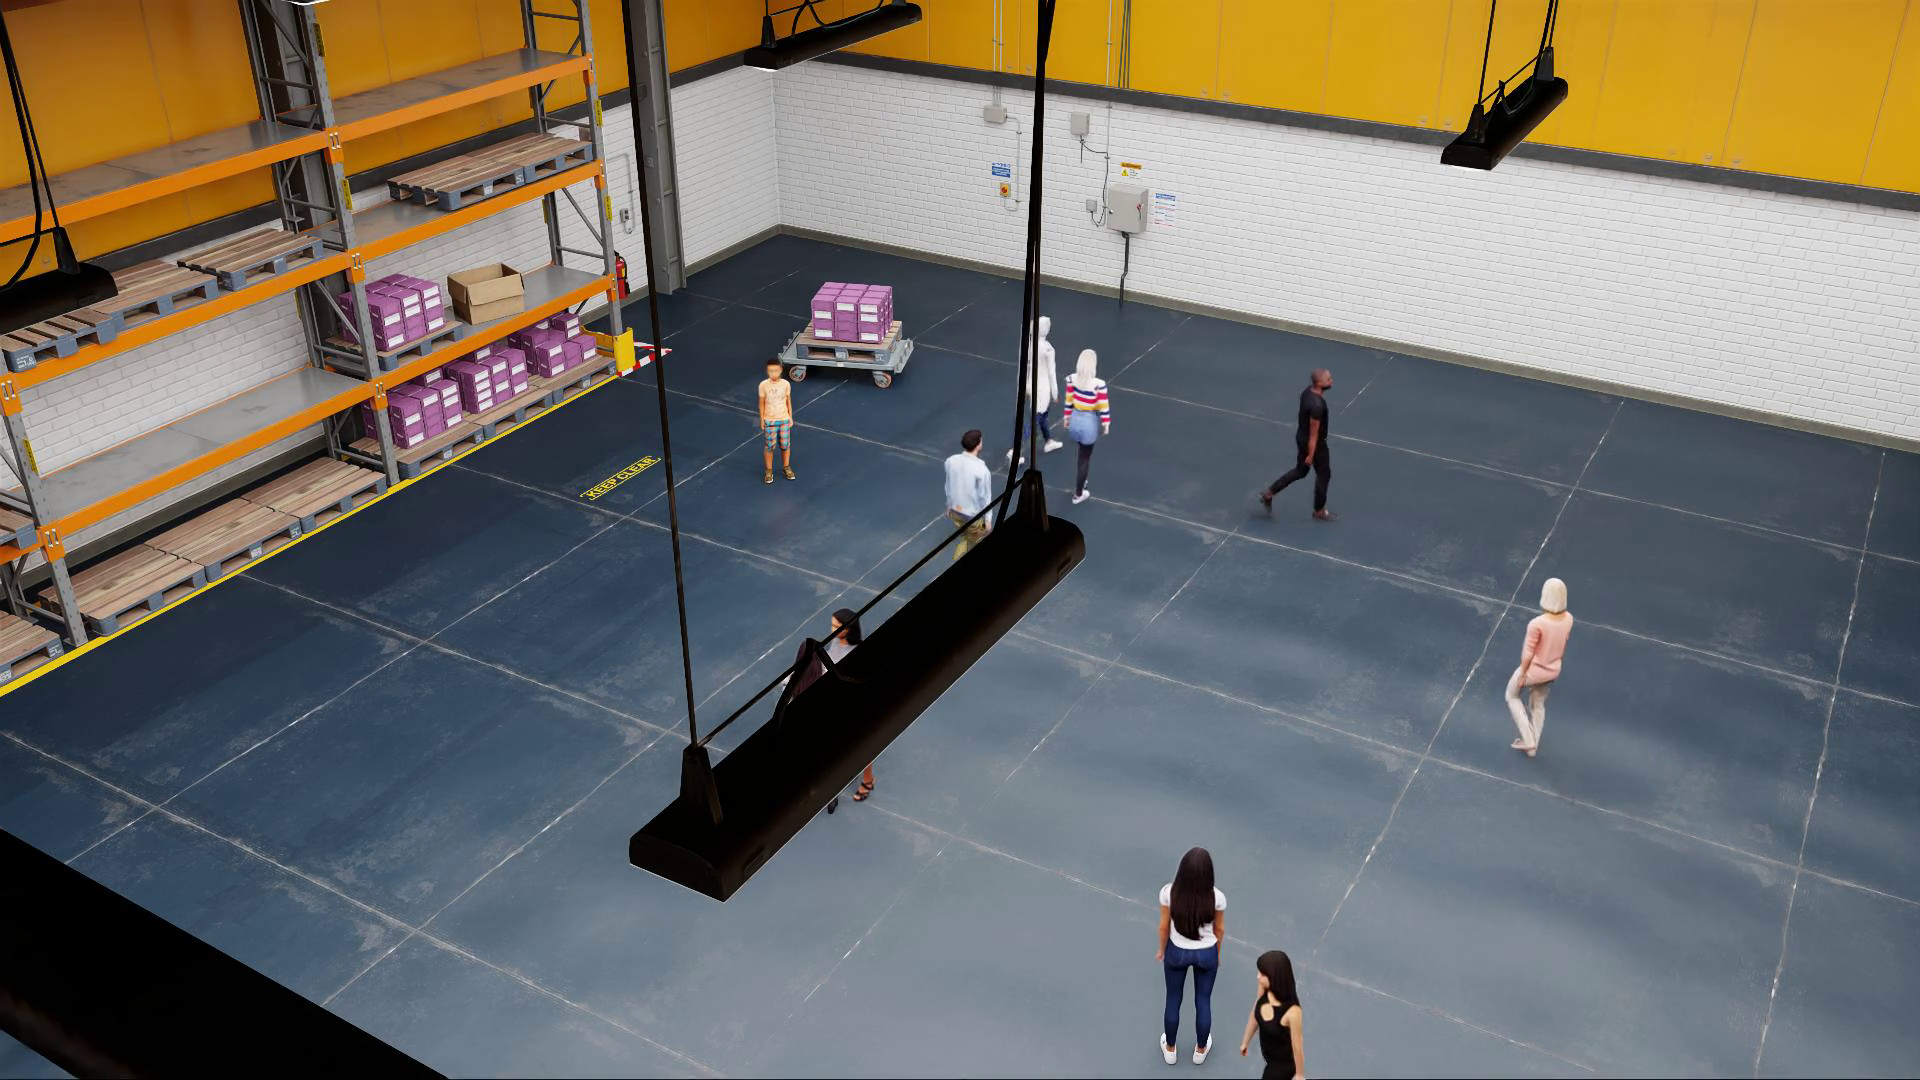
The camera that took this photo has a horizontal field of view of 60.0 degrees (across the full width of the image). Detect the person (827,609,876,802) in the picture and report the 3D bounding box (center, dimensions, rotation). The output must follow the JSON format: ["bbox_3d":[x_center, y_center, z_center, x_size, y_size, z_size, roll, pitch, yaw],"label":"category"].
[{"bbox_3d":[-0.895,1.337,13.645,0.658,1.777,0.650,-21,35,-33],"label":"person"}]

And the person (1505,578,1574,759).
[{"bbox_3d":[4.952,1.139,14.075,0.714,1.714,0.786,-11,30,-19],"label":"person"}]

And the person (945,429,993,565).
[{"bbox_3d":[0.037,-0.231,16.493,0.759,1.802,0.777,23,36,35],"label":"person"}]

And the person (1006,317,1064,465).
[{"bbox_3d":[0.852,-1.705,19.258,1.207,1.742,0.924,-19,34,-31],"label":"person"}]

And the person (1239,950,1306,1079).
[{"bbox_3d":[2.058,3.218,10.384,1.112,1.598,0.979,-13,31,-22],"label":"person"}]

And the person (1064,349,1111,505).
[{"bbox_3d":[1.326,-1.231,18.334,0.685,1.795,0.704,18,34,30],"label":"person"}]

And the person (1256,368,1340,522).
[{"bbox_3d":[3.699,-1.013,17.940,1.111,1.790,1.182,-1,29,-1],"label":"person"}]

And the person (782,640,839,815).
[{"bbox_3d":[-1.184,1.520,13.461,0.674,1.632,0.722,-6,29,-11],"label":"person"}]

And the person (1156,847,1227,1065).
[{"bbox_3d":[1.533,2.764,11.031,0.654,1.775,0.635,4,29,8],"label":"person"}]

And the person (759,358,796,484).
[{"bbox_3d":[-2.098,-1.381,18.958,0.596,1.461,0.659,-8,30,-14],"label":"person"}]
